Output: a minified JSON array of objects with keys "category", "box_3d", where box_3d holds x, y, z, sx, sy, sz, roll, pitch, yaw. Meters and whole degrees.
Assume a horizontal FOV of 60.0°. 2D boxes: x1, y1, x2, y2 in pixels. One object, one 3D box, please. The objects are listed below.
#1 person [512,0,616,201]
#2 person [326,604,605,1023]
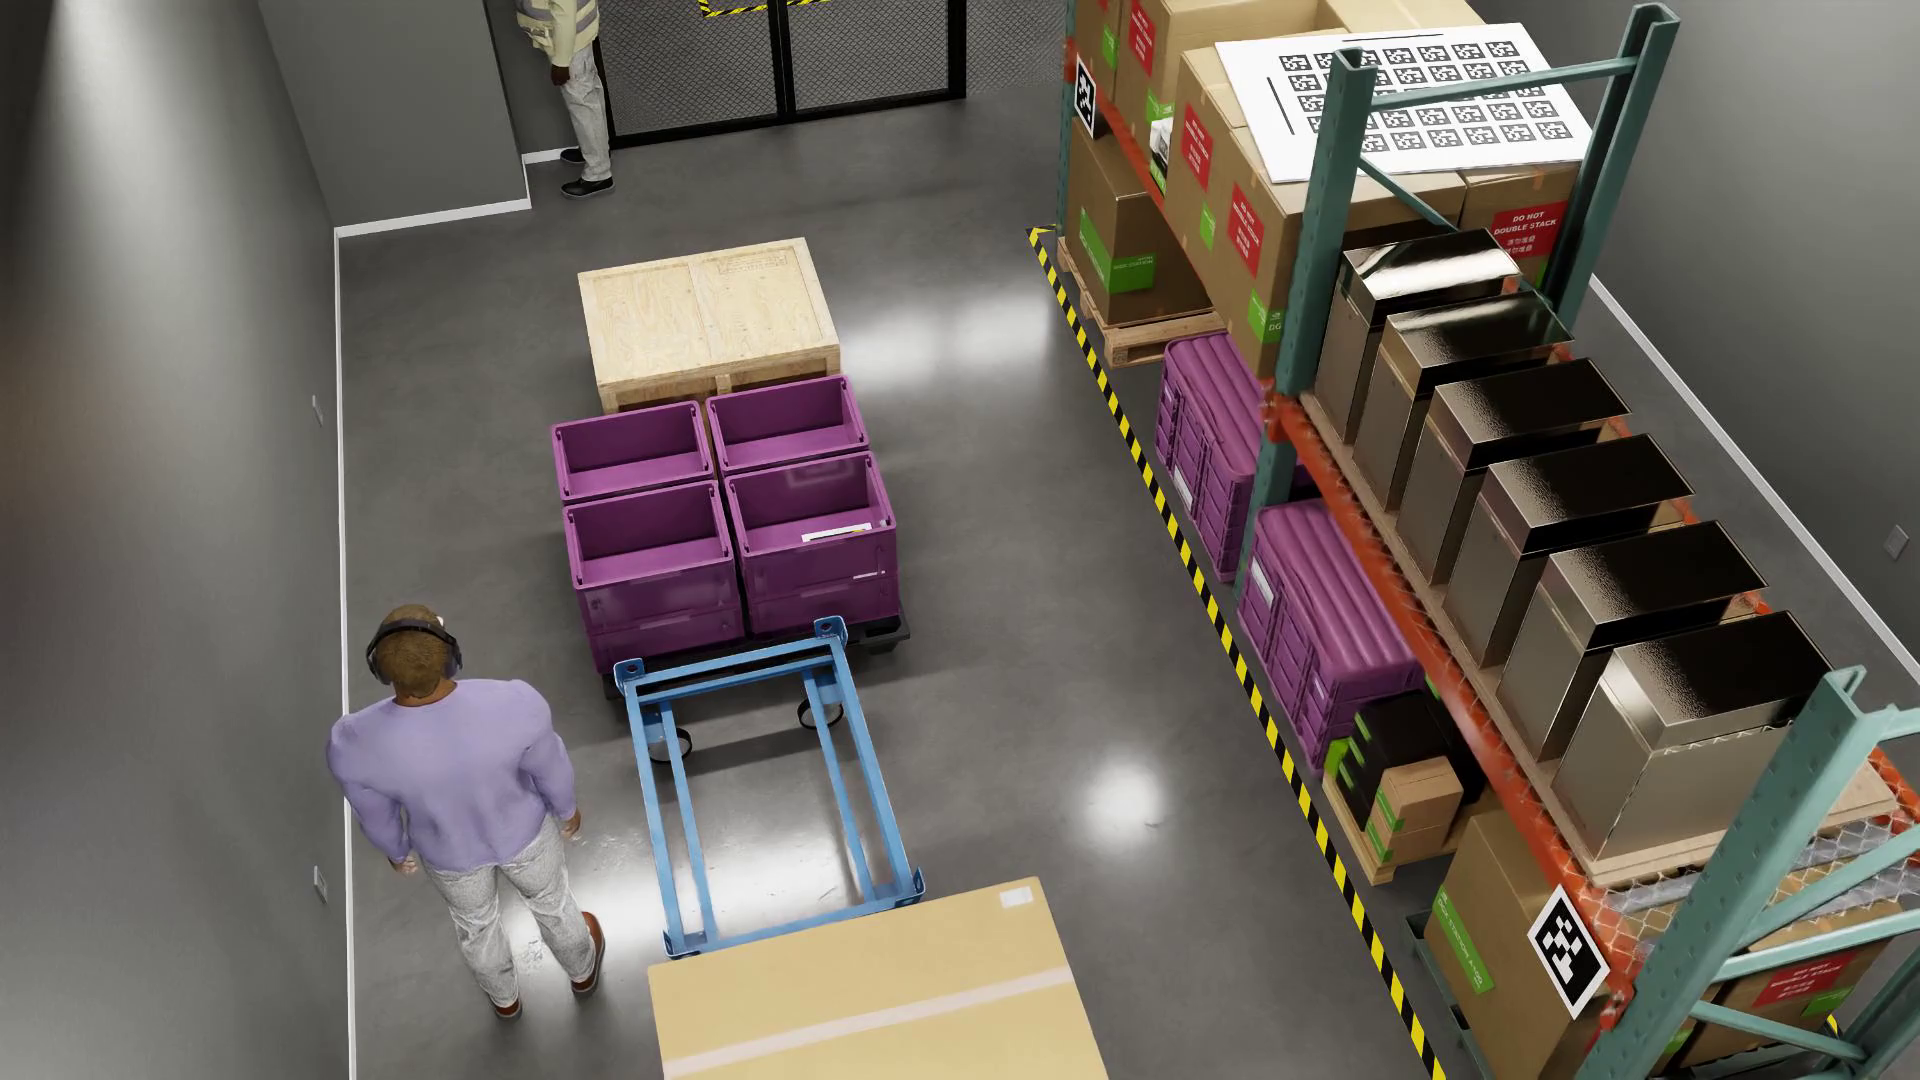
[{"category":"person","box_3d":[-1.997,-2.560,8.307,0.403,1.835,0.587,-5,48,-5]},{"category":"person","box_3d":[-1.467,0.874,5.083,0.627,1.940,0.372,-13,49,-11]}]
